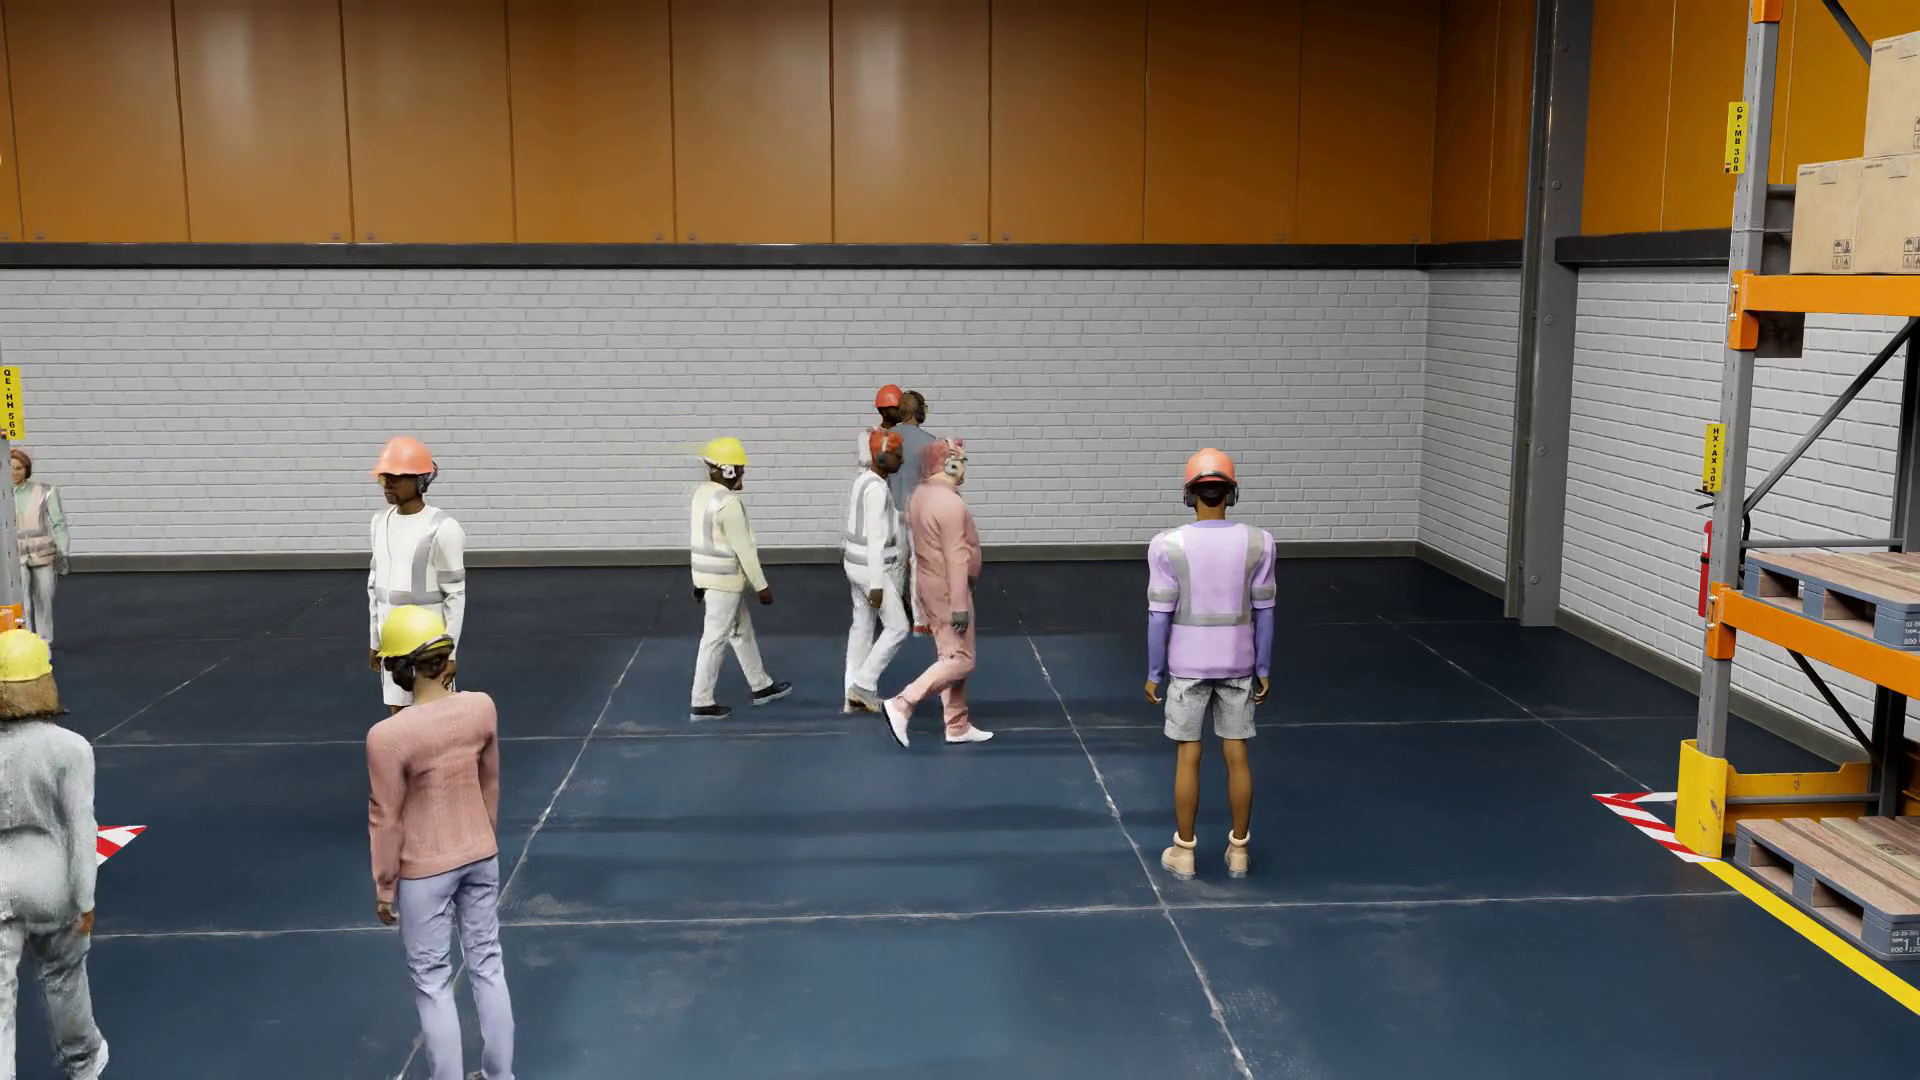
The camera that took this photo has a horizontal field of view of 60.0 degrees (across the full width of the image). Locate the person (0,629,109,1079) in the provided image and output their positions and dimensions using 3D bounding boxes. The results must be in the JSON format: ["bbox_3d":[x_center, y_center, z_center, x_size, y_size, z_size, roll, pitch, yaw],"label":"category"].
[{"bbox_3d":[-3.056,1.133,5.424,0.499,1.697,0.900,-3,9,-16],"label":"person"}]

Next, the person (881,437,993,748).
[{"bbox_3d":[-0.120,0.327,9.880,0.658,1.883,0.663,-3,9,-17],"label":"person"}]

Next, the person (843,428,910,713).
[{"bbox_3d":[-0.557,0.218,10.656,0.452,1.858,0.681,-2,9,-12],"label":"person"}]

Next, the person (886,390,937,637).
[{"bbox_3d":[-0.374,-0.207,13.080,0.631,1.940,0.368,8,12,42],"label":"person"}]

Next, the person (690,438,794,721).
[{"bbox_3d":[-1.392,0.245,10.670,0.850,1.793,0.605,-4,10,-25],"label":"person"}]

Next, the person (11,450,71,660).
[{"bbox_3d":[-6.692,0.144,11.947,0.522,1.597,0.854,-5,10,-30],"label":"person"}]

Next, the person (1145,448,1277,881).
[{"bbox_3d":[1.163,0.585,7.808,0.605,2.034,0.391,-1,9,-4],"label":"person"}]

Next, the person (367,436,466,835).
[{"bbox_3d":[-2.729,0.500,8.300,0.607,2.048,0.365,5,10,29],"label":"person"}]

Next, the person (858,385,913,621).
[{"bbox_3d":[-0.574,-0.308,13.707,0.551,1.940,0.349,-7,11,-36],"label":"person"}]

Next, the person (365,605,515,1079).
[{"bbox_3d":[-1.758,1.085,5.573,0.373,1.753,0.518,6,11,34],"label":"person"}]
